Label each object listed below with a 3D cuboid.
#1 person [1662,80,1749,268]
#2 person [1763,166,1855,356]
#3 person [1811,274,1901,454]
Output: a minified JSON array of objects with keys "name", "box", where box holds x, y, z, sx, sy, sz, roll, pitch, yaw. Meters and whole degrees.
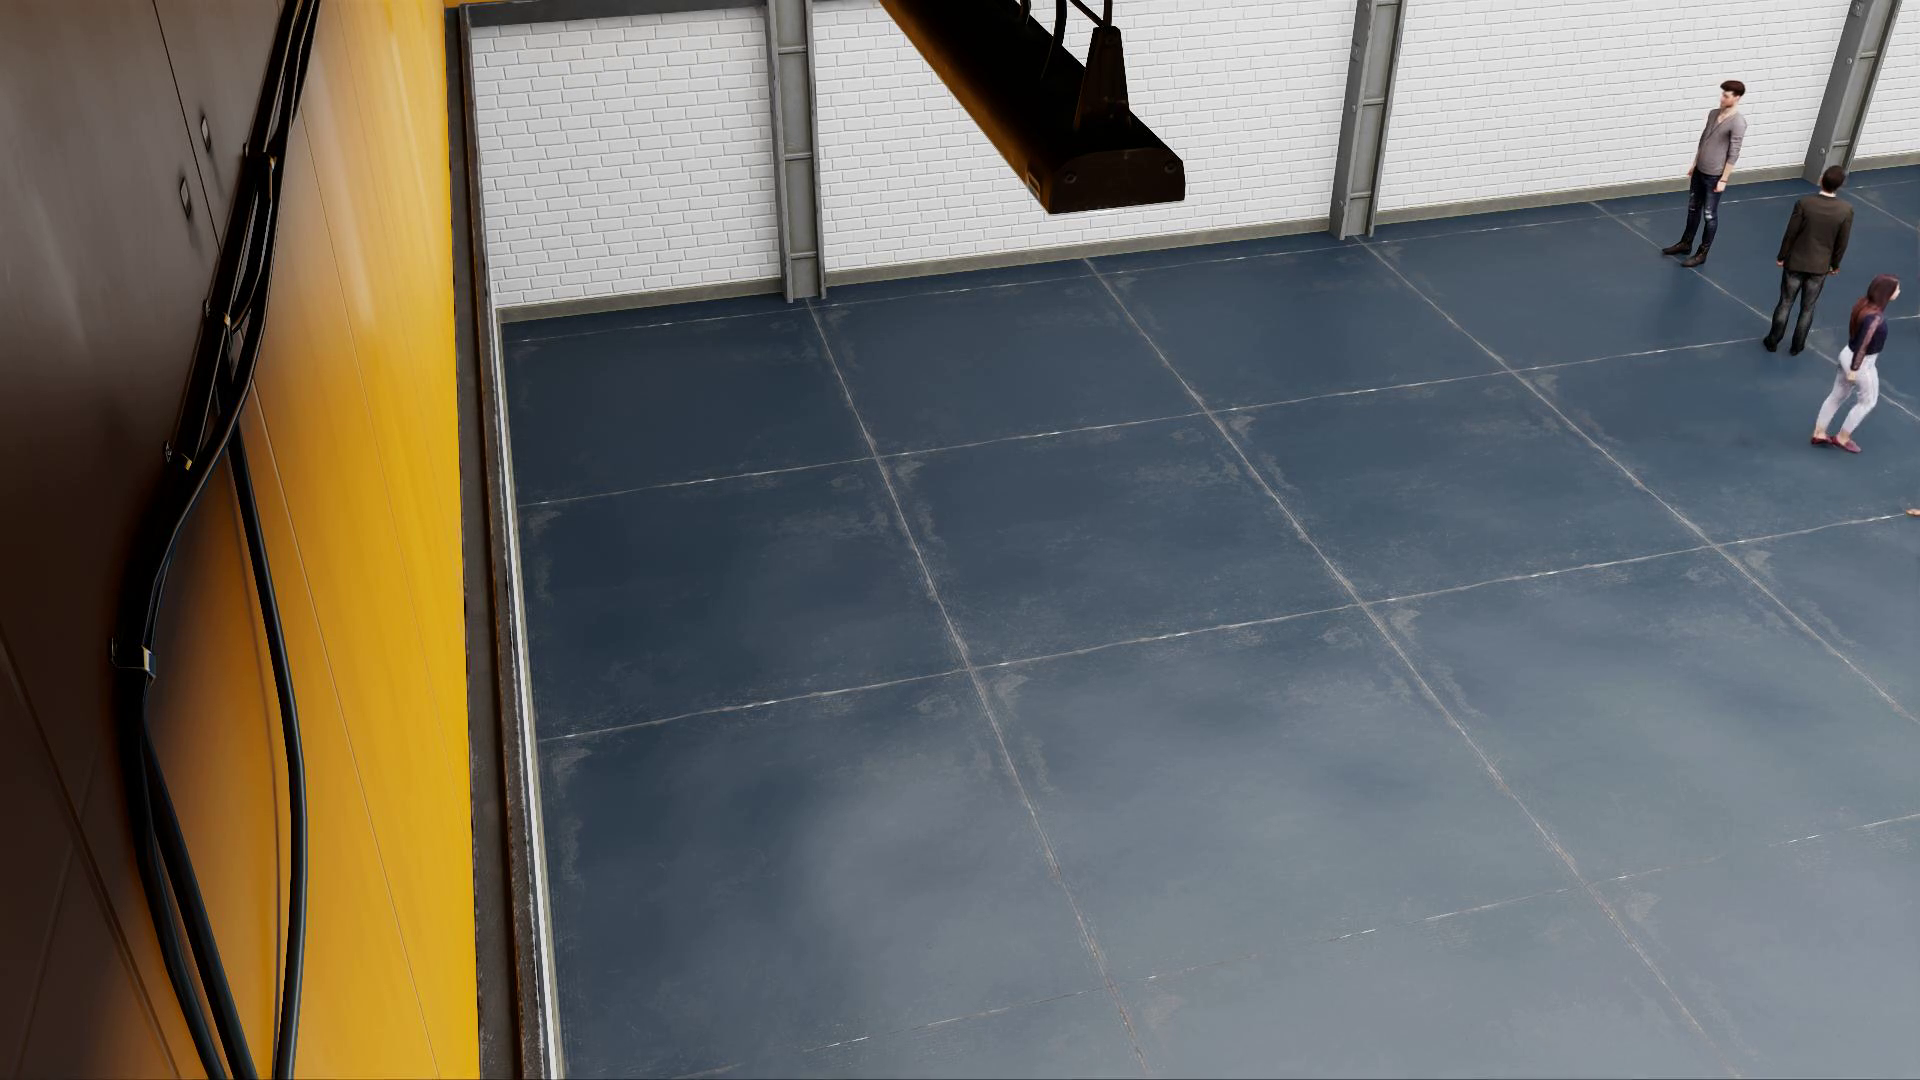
[{"name":"person","box":[7.649,-3.740,16.906,0.567,1.903,0.670,-9,35,-13]},{"name":"person","box":[7.769,-2.559,15.218,0.709,1.805,0.814,13,36,18]},{"name":"person","box":[7.354,-1.460,13.755,0.738,1.593,0.711,6,34,9]}]
